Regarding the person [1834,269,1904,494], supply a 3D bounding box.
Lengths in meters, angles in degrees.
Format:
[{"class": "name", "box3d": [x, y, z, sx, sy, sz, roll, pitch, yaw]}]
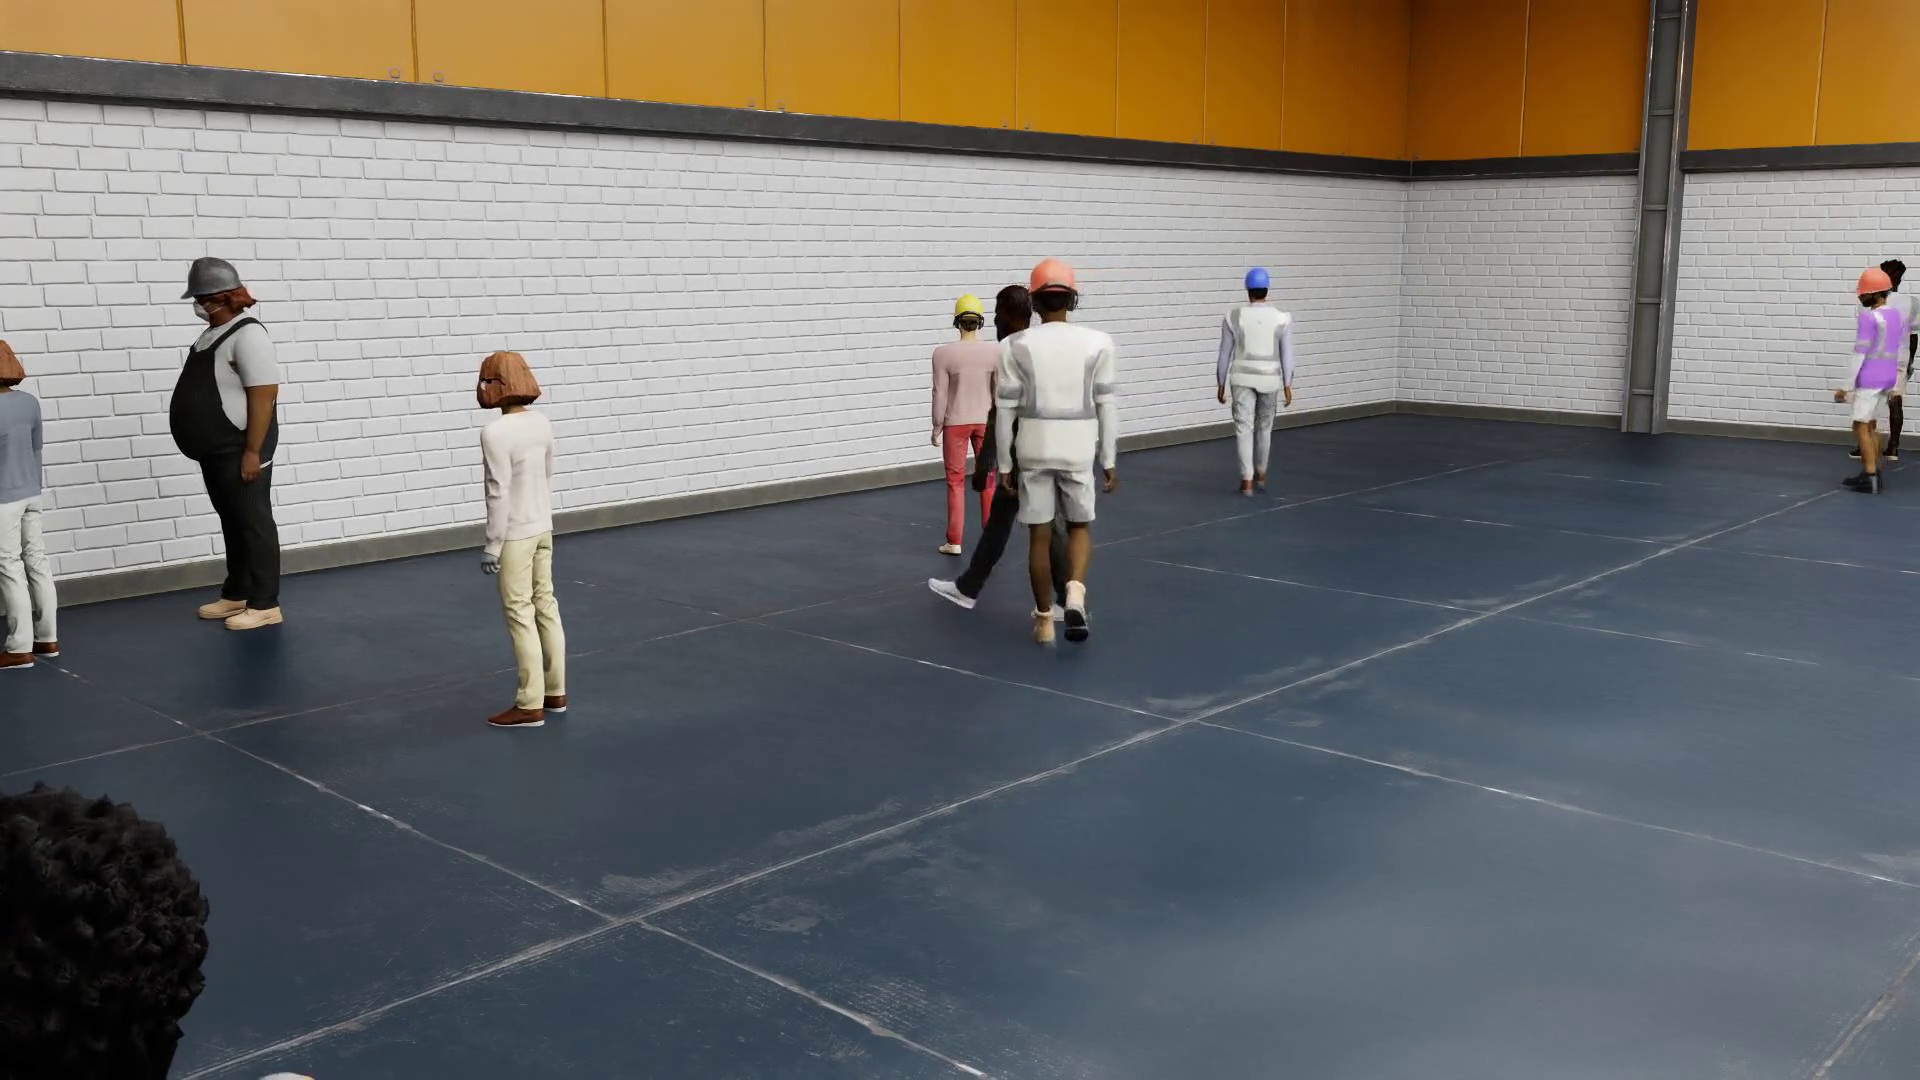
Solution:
[{"class": "person", "box3d": [7.773, -1.340, 14.184, 0.580, 1.886, 0.545, -7, 12, -34]}]

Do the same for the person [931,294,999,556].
[{"class": "person", "box3d": [0.054, -0.771, 11.253, 0.533, 1.768, 0.310, -3, 10, -17]}]

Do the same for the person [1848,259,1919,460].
[{"class": "person", "box3d": [9.050, -1.755, 16.286, 0.607, 1.966, 0.367, 0, 10, 1]}]

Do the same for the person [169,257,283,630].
[{"class": "person", "box3d": [-4.028, -0.533, 9.116, 0.536, 2.000, 0.672, -9, 13, -41]}]

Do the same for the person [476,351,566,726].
[{"class": "person", "box3d": [-1.925, -0.003, 7.254, 0.268, 1.632, 0.506, 3, 10, 15]}]

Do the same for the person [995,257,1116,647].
[{"class": "person", "box3d": [0.496, -0.428, 8.553, 0.638, 2.030, 0.528, -1, 10, -3]}]

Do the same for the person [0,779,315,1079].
[{"class": "person", "box3d": [-0.624, 1.014, 1.316, 0.321, 1.695, 0.534, 3, 10, 17]}]

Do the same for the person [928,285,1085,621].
[{"class": "person", "box3d": [0.273, -0.478, 9.290, 0.987, 1.862, 0.618, 4, 11, 20]}]

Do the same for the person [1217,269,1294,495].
[{"class": "person", "box3d": [2.509, -1.358, 14.227, 0.632, 1.901, 0.916, 0, 10, 2]}]

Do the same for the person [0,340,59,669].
[{"class": "person", "box3d": [-4.730, -0.179, 8.257, 0.281, 1.633, 0.500, 1, 10, 4]}]
